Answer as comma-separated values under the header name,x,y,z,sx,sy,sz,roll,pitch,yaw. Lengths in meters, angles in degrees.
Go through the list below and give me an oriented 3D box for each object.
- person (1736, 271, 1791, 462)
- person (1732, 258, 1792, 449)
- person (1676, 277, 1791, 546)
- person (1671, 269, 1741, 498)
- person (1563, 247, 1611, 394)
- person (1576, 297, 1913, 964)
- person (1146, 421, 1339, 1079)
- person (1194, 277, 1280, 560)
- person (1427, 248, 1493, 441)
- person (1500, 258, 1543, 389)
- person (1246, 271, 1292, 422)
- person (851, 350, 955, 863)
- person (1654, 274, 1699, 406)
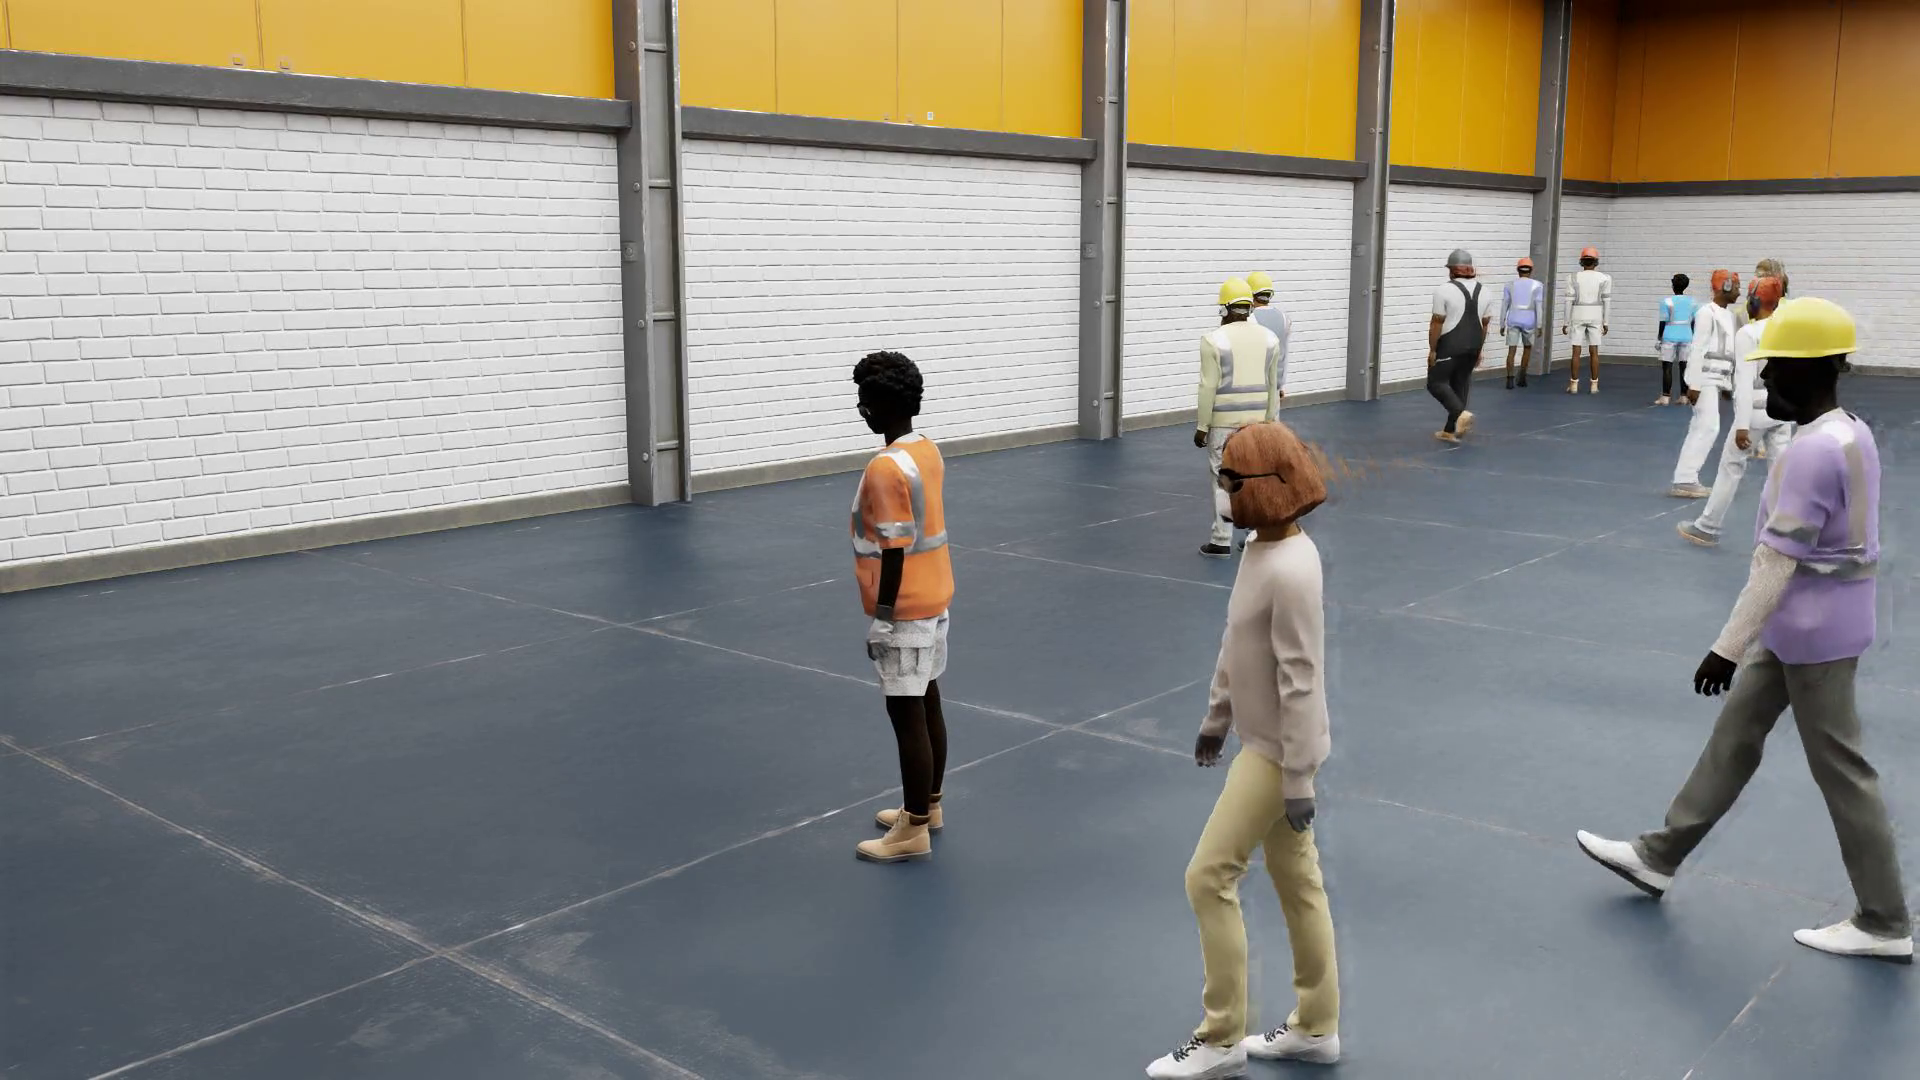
name,x,y,z,sx,sy,sz,roll,pitch,yaw
person,7.613,-1.632,15.734,0.814,1.816,0.633,-7,12,-34
person,8.026,-1.855,16.708,0.594,1.921,0.630,0,10,0
person,5.273,-0.812,10.996,0.597,1.829,0.986,-4,11,-23
person,6.098,-1.273,13.571,0.441,1.853,0.620,7,12,36
person,8.730,-3.061,23.205,0.612,2.039,0.392,2,10,13
person,2.345,0.249,4.832,0.971,1.880,0.592,5,11,28
person,0.676,0.516,4.042,0.613,1.611,0.519,1,10,6
person,1.786,-0.789,10.862,0.594,1.832,0.403,-4,11,-24
person,5.172,-2.019,17.275,0.701,2.000,0.667,-4,11,-22
person,8.148,-3.137,24.113,0.604,1.869,0.885,4,11,24
person,2.436,-1.279,13.653,0.591,1.833,0.404,-6,12,-32
person,-0.190,0.222,5.510,0.322,1.691,0.534,2,10,13
person,9.192,-2.564,21.358,0.541,1.695,0.315,-1,10,-7
